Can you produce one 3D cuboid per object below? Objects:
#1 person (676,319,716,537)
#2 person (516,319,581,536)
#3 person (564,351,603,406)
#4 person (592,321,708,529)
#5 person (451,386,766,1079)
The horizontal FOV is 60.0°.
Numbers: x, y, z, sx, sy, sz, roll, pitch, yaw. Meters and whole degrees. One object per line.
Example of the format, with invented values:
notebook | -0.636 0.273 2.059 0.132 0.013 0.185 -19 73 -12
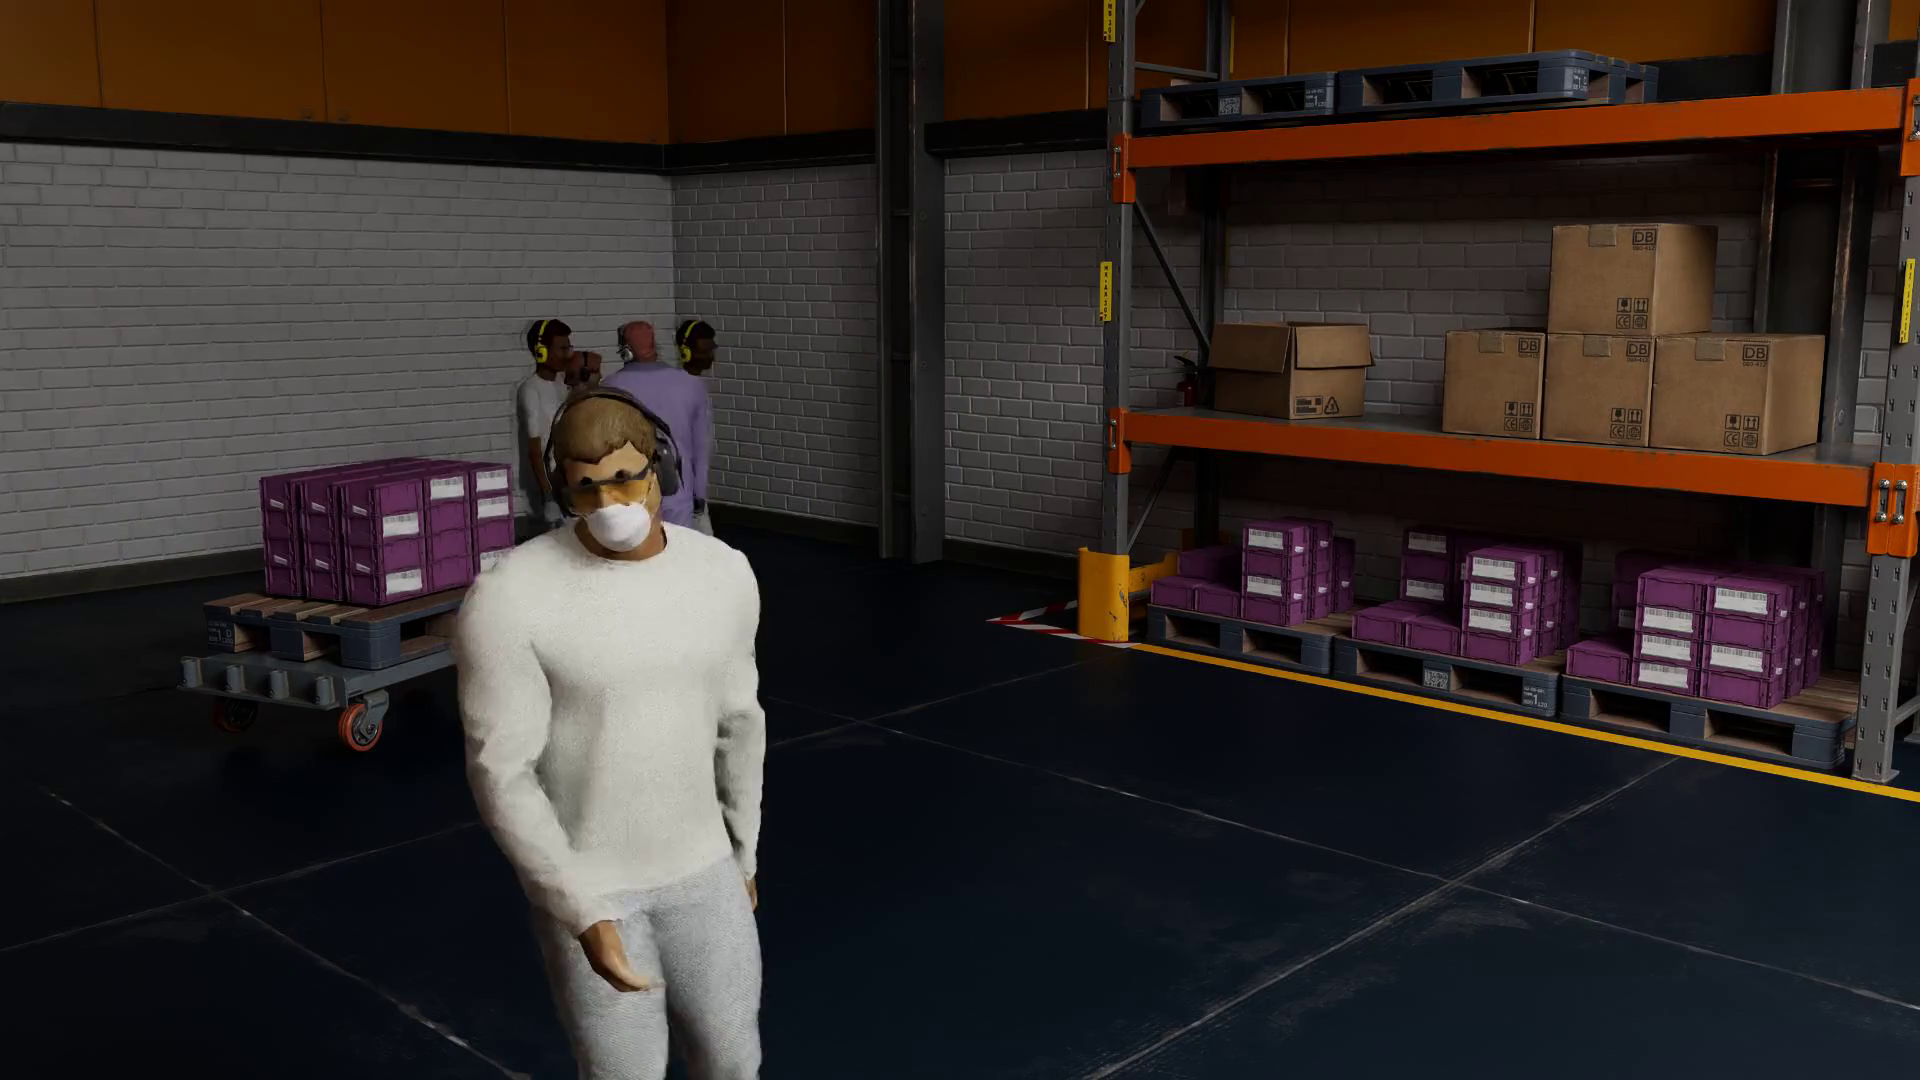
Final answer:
person | -1.649 -0.357 9.630 0.684 1.832 0.566 0 9 2
person | -2.149 -0.254 8.933 0.464 1.851 0.531 1 9 6
person | -2.360 -0.367 10.322 0.652 1.612 0.517 -3 10 -20
person | -1.684 -0.255 9.067 0.637 1.865 0.992 -2 10 -14
person | -0.573 0.673 3.101 0.657 1.904 0.535 -8 12 -40
